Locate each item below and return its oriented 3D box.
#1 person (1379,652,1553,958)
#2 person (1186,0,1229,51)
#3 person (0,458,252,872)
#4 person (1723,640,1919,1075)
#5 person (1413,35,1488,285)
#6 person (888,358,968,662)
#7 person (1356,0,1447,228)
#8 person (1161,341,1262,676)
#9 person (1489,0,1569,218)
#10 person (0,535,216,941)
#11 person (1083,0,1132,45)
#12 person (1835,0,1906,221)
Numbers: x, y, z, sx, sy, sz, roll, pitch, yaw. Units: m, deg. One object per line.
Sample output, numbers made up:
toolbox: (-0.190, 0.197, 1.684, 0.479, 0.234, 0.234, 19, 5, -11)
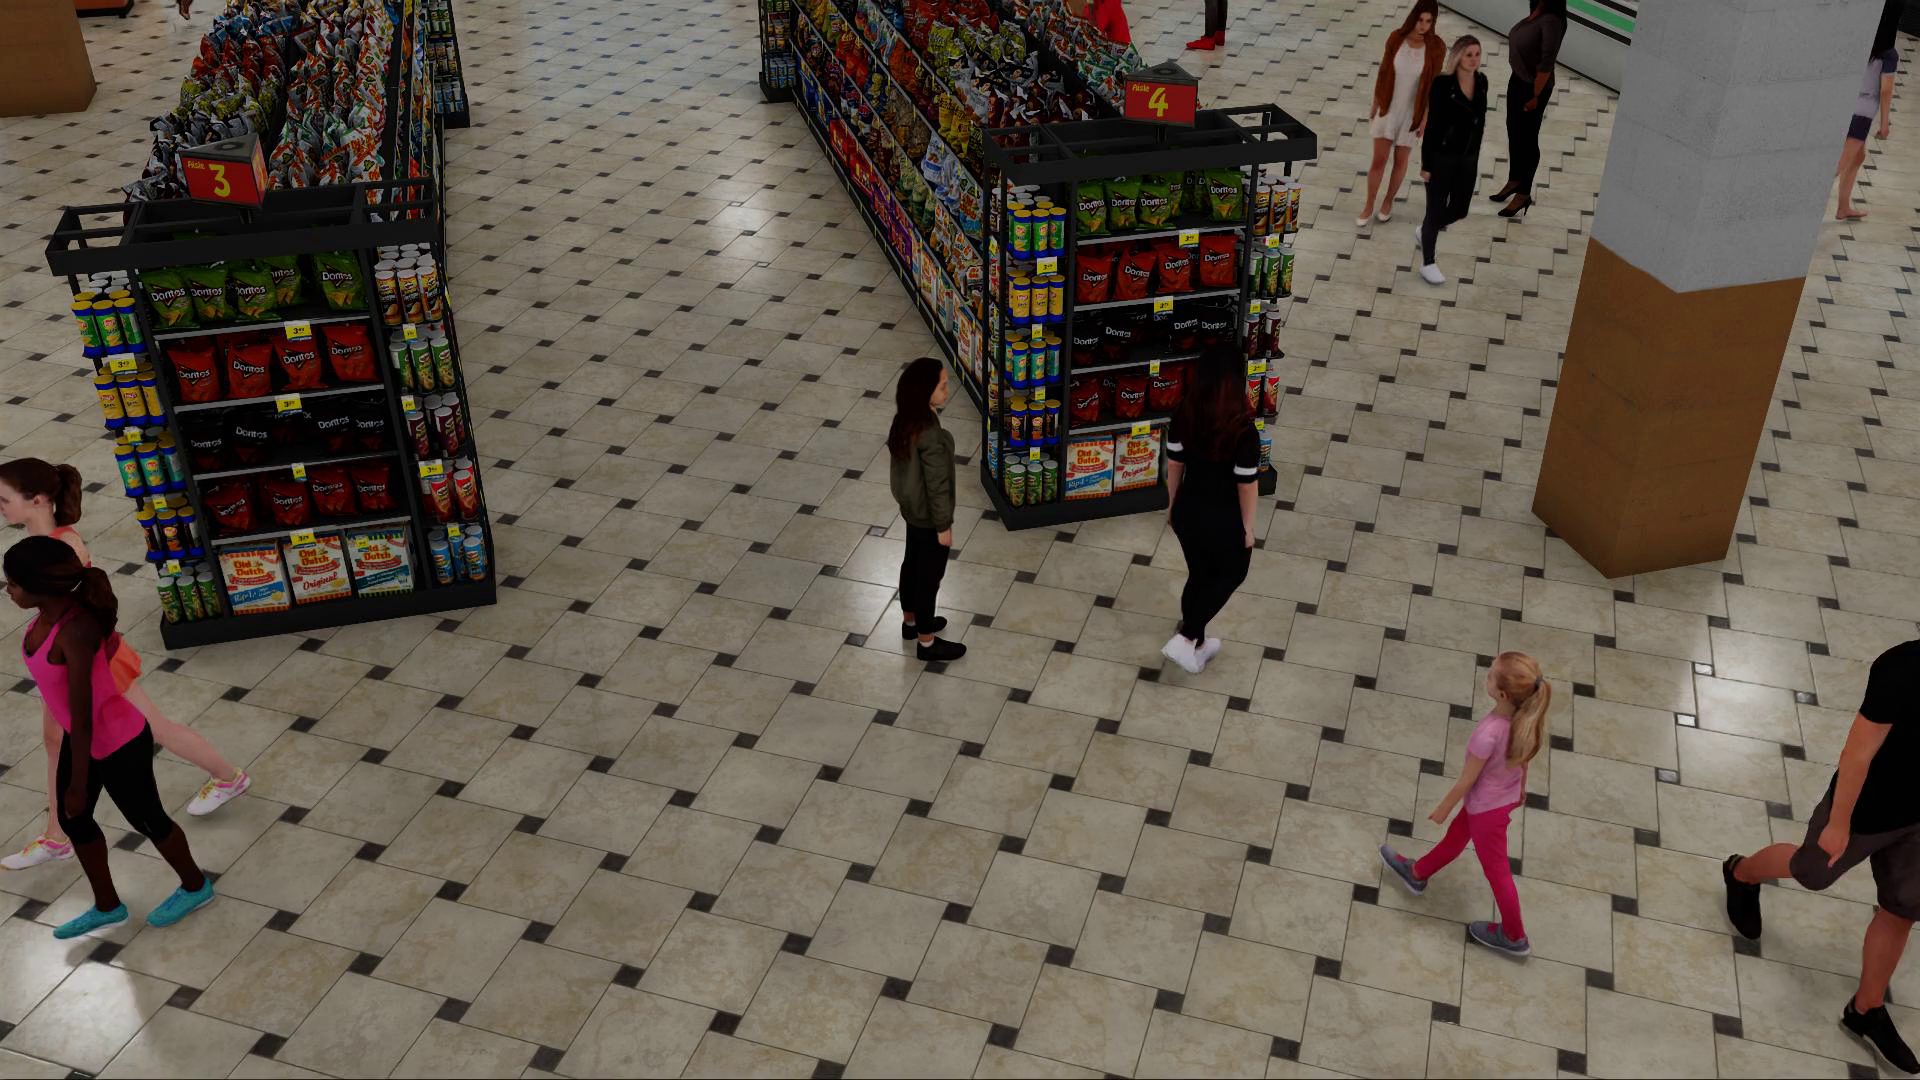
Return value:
person: (1.952, 0.965, 5.956, 0.949, 1.245, 0.775, 27, 41, 36)
person: (2.491, -5.699, 16.136, 0.746, 1.804, 0.711, 21, 37, 30)
person: (-3.216, 0.452, 6.343, 0.985, 1.706, 1.144, -26, 40, -35)
person: (3.068, 0.818, 5.634, 0.684, 1.834, 1.174, -6, 32, -10)
person: (3.261, -2.588, 11.262, 0.623, 1.671, 0.694, -9, 33, -14)
person: (-0.160, -0.138, 7.510, 0.654, 1.476, 0.467, -11, 33, -17)
person: (3.248, -3.145, 12.150, 0.800, 1.679, 0.857, 14, 34, 21)
person: (1.055, -0.069, 7.255, 0.821, 1.628, 0.865, 24, 39, 33)
person: (4.226, -3.327, 12.289, 0.781, 1.842, 0.651, 2, 32, 4)
person: (-2.966, 0.701, 5.943, 0.818, 1.707, 0.815, -26, 40, -35)
person: (1.164, -4.391, 14.070, 0.777, 1.766, 1.019, -19, 36, -27)
person: (6.369, -3.028, 11.970, 0.718, 1.671, 1.047, -5, 32, -8)
